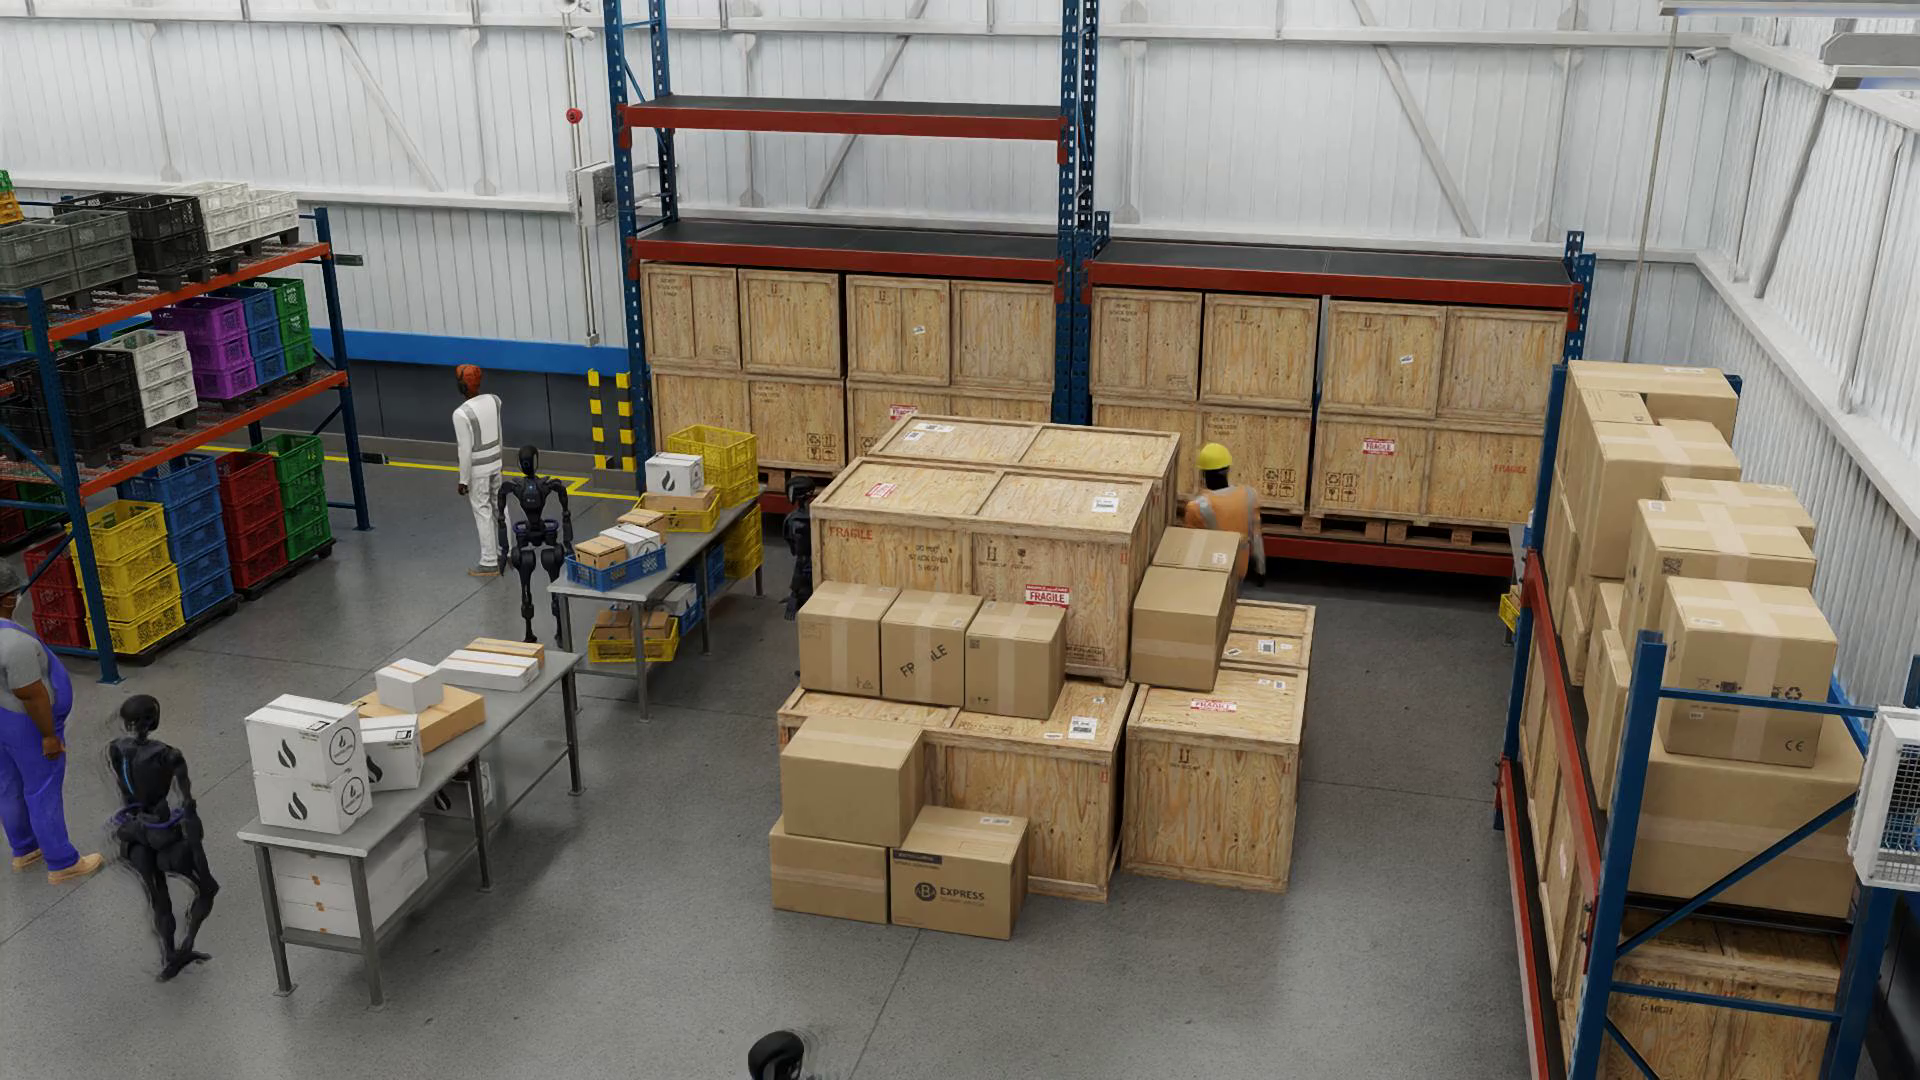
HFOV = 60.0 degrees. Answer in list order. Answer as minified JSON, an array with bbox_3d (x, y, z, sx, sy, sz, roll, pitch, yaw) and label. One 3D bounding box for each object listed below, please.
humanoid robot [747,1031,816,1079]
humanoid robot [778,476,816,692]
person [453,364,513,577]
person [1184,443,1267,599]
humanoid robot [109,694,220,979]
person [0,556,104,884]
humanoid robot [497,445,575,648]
[{"bbox_3d":[-0.604,2.567,6.354,0.463,1.640,0.610,-11,24,-28],"label":"humanoid robot"},{"bbox_3d":[-1.158,0.314,12.233,0.331,1.657,0.586,0,21,0],"label":"humanoid robot"},{"bbox_3d":[-4.138,-0.604,14.365,0.359,1.883,0.572,8,22,20],"label":"person"},{"bbox_3d":[1.912,0.220,12.173,0.642,1.902,0.753,-11,24,-27],"label":"person"},{"bbox_3d":[-4.267,1.578,8.949,0.606,1.649,0.405,6,22,14],"label":"humanoid robot"},{"bbox_3d":[-5.521,1.043,9.838,0.689,2.000,0.539,12,24,28],"label":"person"},{"bbox_3d":[-3.278,0.059,12.900,0.610,1.657,0.314,-4,21,-11],"label":"humanoid robot"}]
